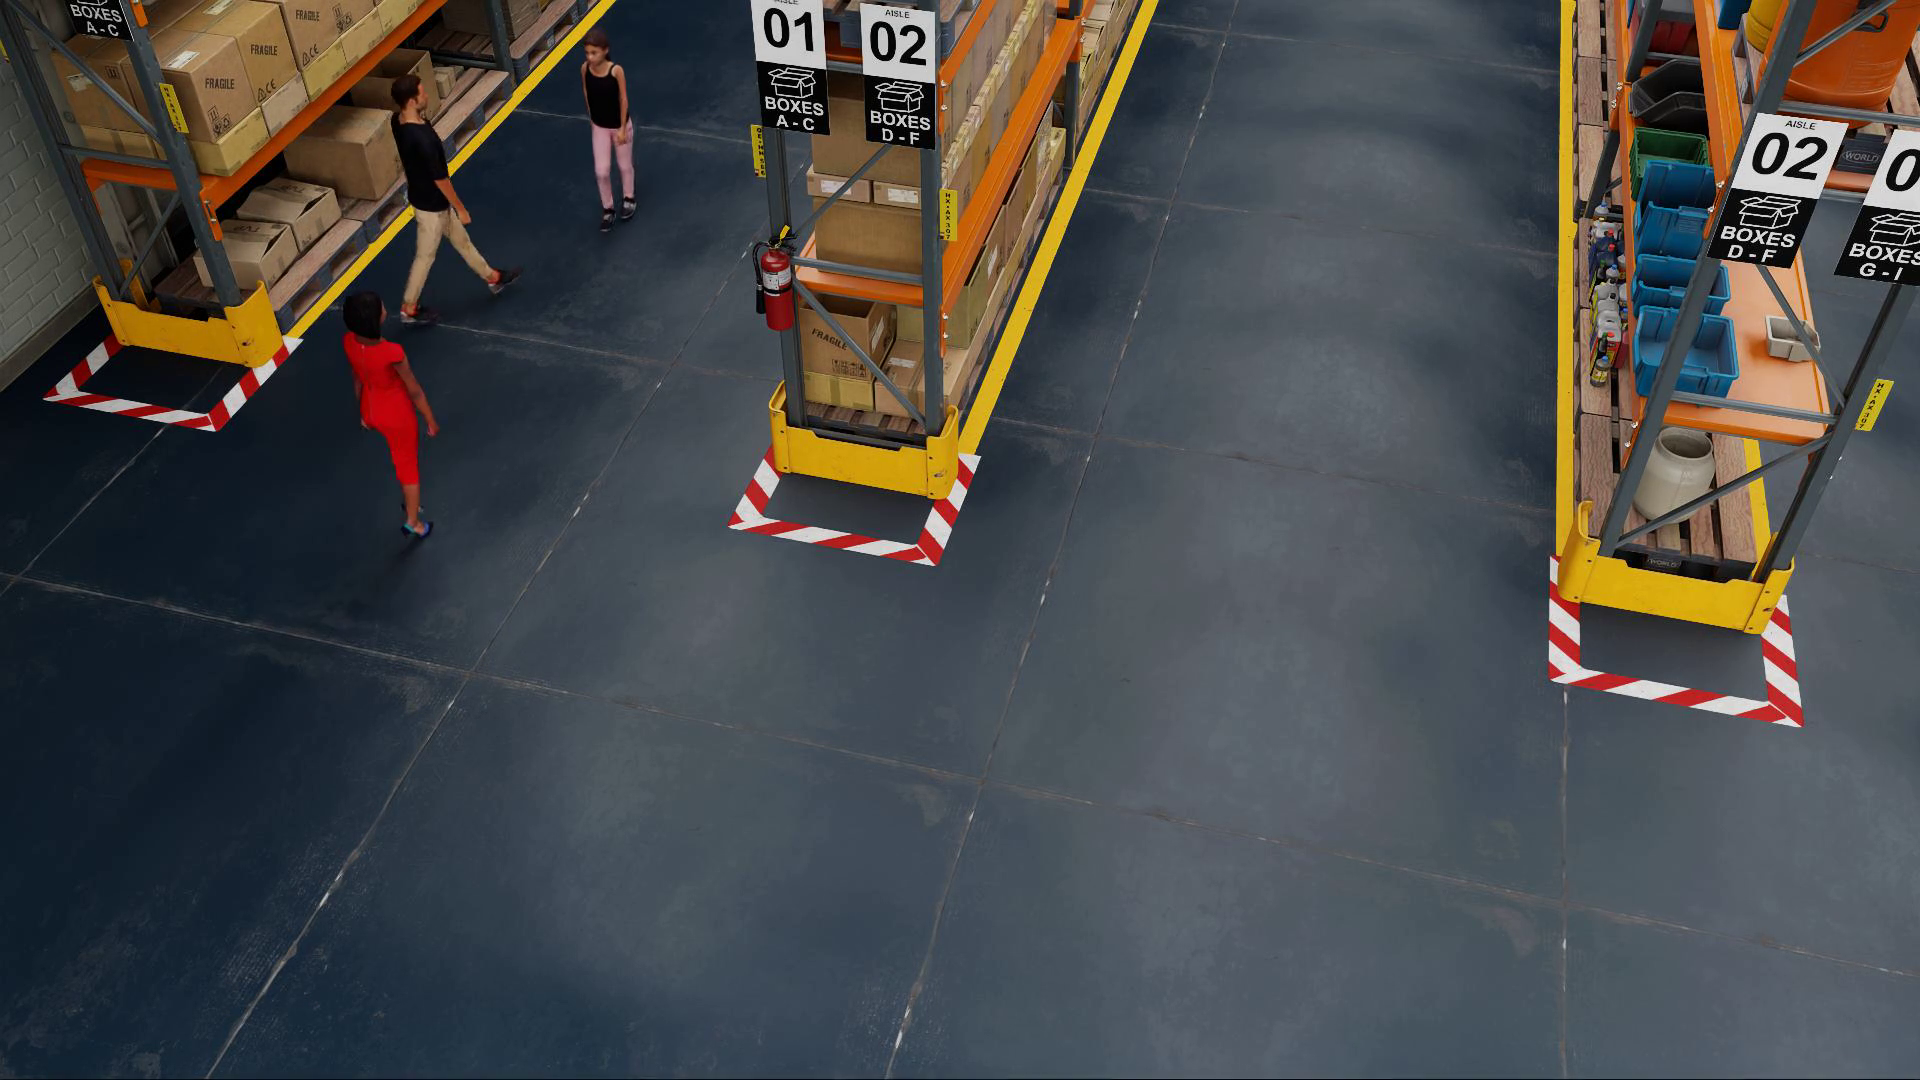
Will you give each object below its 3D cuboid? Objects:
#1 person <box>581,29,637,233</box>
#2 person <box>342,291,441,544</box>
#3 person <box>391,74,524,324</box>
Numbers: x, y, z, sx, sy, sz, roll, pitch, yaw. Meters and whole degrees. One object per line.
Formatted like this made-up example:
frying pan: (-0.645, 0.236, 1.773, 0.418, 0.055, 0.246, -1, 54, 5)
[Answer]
person: (-2.589, -3.127, 12.458, 0.574, 1.545, 0.752, 4, 43, 4)
person: (-3.360, -0.652, 9.671, 0.651, 1.732, 0.667, 17, 46, 18)
person: (-3.694, -2.264, 11.344, 1.243, 1.805, 1.166, -22, 47, -22)
